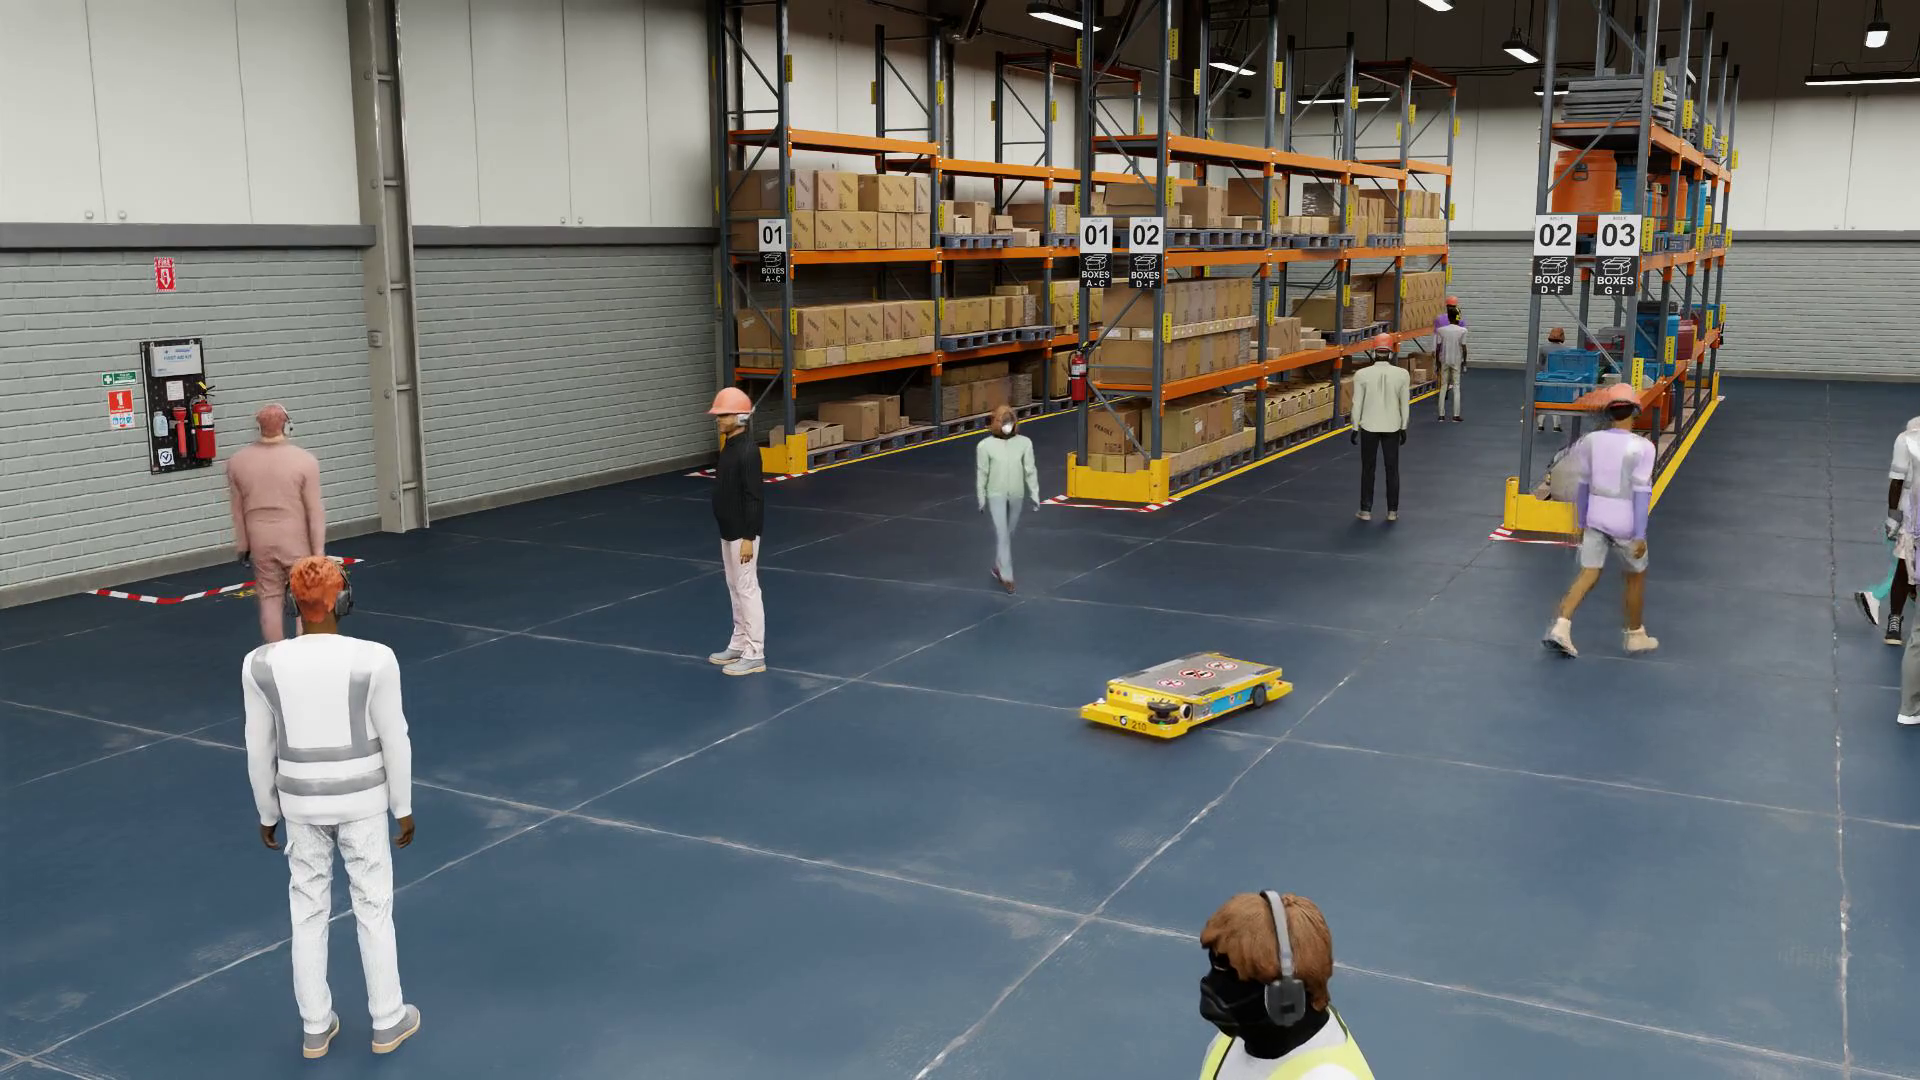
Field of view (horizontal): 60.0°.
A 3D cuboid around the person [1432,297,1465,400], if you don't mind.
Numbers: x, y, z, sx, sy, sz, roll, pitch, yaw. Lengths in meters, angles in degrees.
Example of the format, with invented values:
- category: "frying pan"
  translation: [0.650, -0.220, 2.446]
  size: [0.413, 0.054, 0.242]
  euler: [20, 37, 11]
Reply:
- category: "person"
  translation: [9.125, -3.571, 30.959]
  size: [0.568, 1.889, 0.960]
  euler: [5, 12, 25]

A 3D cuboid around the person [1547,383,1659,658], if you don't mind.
- category: "person"
  translation: [4.657, -0.131, 11.959]
  size: [1.008, 1.999, 0.606]
  euler: [-6, 12, -31]

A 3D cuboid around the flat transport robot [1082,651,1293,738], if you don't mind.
- category: "flat transport robot"
  translation: [1.476, 0.966, 10.649]
  size: [0.652, 0.197, 1.431]
  euler: [9, 14, 41]

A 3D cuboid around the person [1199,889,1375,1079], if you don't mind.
- category: "person"
  translation: [0.596, 1.550, 3.214]
  size: [0.430, 1.836, 0.628]
  euler: [0, 10, -2]

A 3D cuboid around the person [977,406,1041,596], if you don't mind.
- category: "person"
  translation: [0.397, -0.370, 14.350]
  size: [0.514, 1.593, 0.850]
  euler: [-3, 11, -18]

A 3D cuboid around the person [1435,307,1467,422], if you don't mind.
- category: "person"
  translation: [8.021, -2.860, 27.174]
  size: [0.514, 1.863, 0.327]
  euler: [6, 12, 28]

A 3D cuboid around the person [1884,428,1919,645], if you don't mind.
- category: "person"
  translation: [7.168, -0.178, 12.259]
  size: [0.612, 1.963, 0.363]
  euler: [4, 11, 19]

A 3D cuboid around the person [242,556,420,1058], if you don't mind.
- category: "person"
  translation: [-2.304, 0.985, 6.139]
  size: [0.572, 1.886, 0.356]
  euler: [-1, 10, -5]

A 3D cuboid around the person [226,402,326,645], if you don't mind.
- category: "person"
  translation: [-4.676, 0.006, 11.462]
  size: [0.677, 1.909, 0.405]
  euler: [0, 10, 1]

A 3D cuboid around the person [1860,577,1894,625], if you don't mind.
- category: "person"
  translation: [7.310, -0.115, 12.579]
  size: [0.721, 1.728, 0.543]
  euler: [5, 12, 26]

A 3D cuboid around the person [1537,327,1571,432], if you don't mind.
- category: "person"
  translation: [9.188, -2.482, 25.754]
  size: [0.502, 1.628, 0.270]
  euler: [7, 12, 32]

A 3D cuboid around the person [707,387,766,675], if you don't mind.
- category: "person"
  translation: [-1.554, -0.065, 11.564]
  size: [0.388, 1.993, 0.624]
  euler: [-4, 11, -23]

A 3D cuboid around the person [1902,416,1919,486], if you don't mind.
- category: "person"
  translation: [9.121, -0.629, 15.682]
  size: [0.512, 1.621, 0.453]
  euler: [2, 11, 10]

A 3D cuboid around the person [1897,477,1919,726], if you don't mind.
- category: "person"
  translation: [6.011, 0.237, 10.106]
  size: [0.366, 1.926, 0.593]
  euler: [-3, 11, -15]

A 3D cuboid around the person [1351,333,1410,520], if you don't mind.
- category: "person"
  translation: [4.485, -1.205, 17.780]
  size: [0.611, 1.996, 0.387]
  euler: [1, 10, 5]
